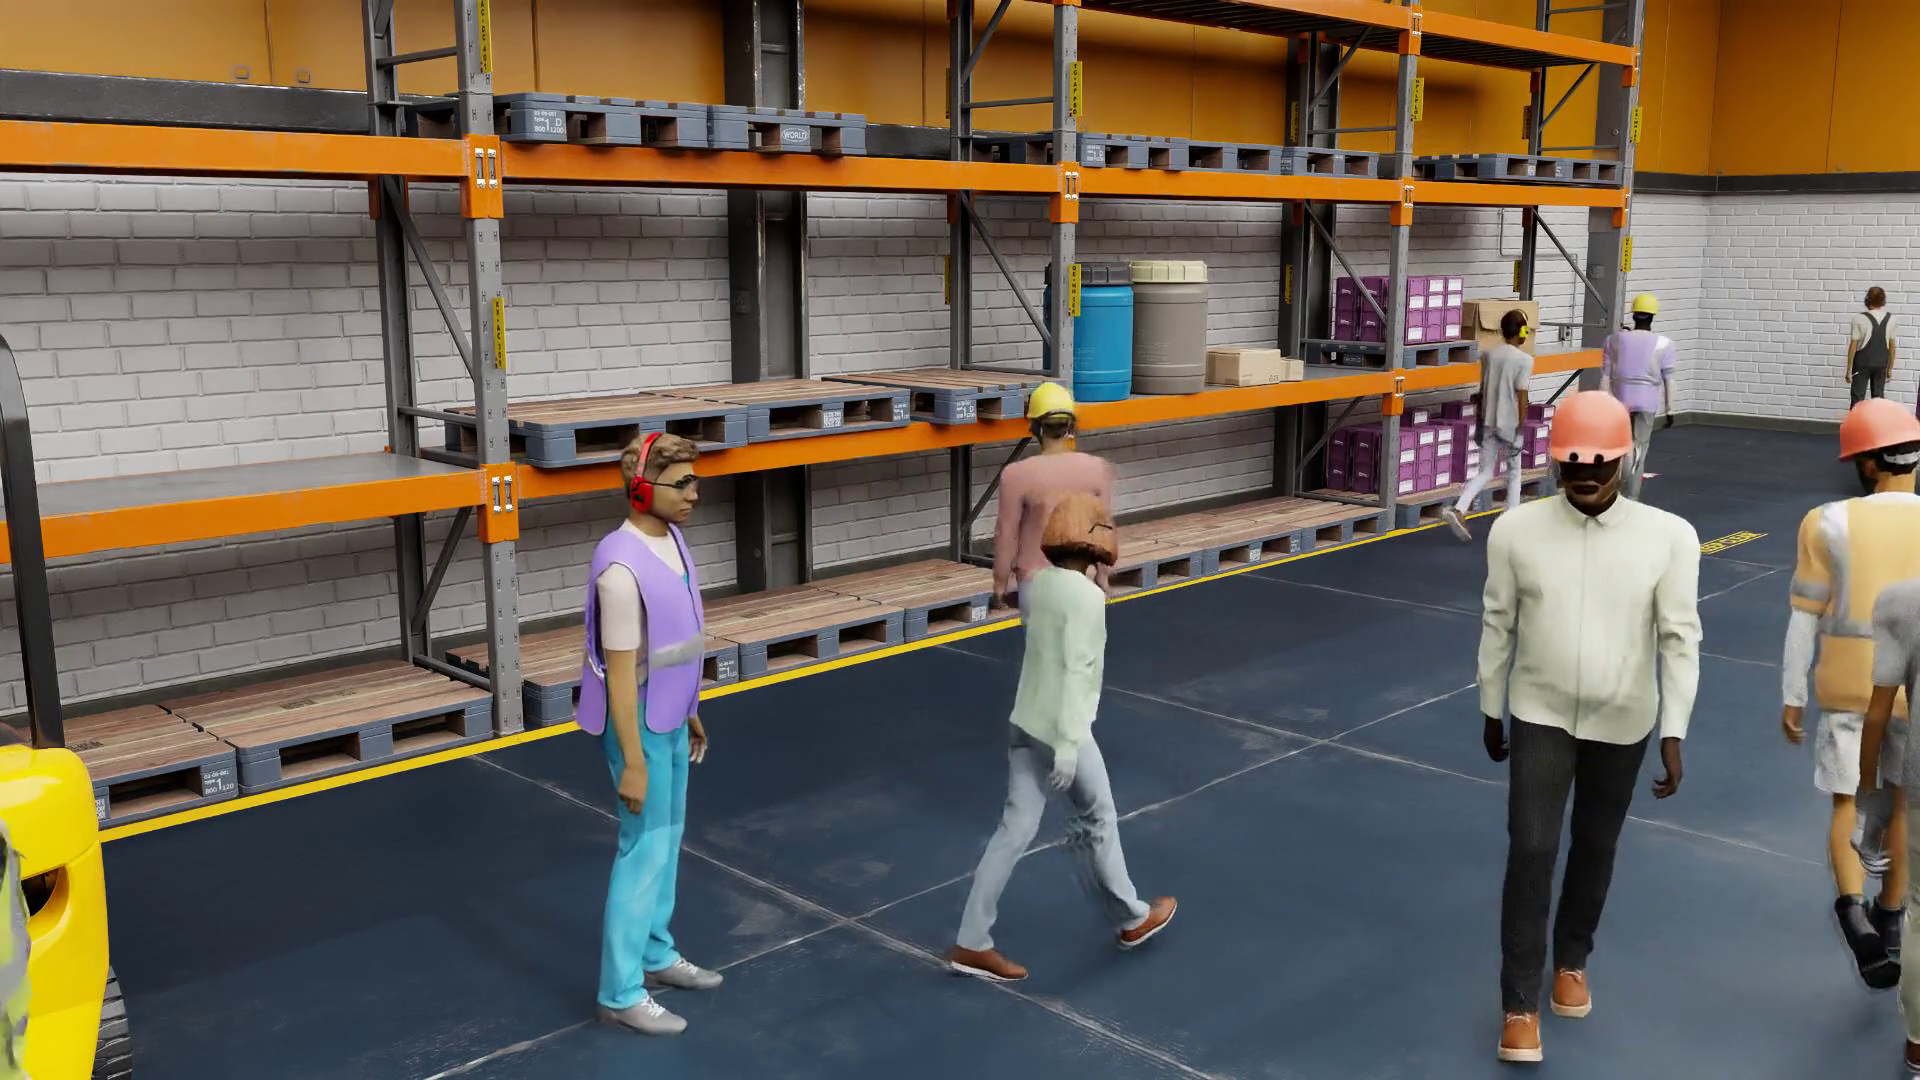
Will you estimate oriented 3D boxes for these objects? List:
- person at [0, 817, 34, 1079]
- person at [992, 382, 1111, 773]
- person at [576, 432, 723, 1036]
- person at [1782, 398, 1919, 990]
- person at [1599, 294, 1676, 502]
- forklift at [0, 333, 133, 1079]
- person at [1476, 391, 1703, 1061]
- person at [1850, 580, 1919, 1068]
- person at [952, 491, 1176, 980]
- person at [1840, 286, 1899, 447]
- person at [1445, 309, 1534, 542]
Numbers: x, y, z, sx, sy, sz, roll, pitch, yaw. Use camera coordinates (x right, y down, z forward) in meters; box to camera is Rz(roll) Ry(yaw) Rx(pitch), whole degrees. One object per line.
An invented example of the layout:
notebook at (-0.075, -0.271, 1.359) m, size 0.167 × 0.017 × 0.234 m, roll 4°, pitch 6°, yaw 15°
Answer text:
person at (-1.922, 0.974, 3.026) m, size 0.634 × 1.801 × 0.954 m, roll 4°, pitch 11°, yaw 22°
person at (0.395, 0.166, 7.500) m, size 0.546 × 1.751 × 0.449 m, roll -4°, pitch 11°, yaw -20°
person at (-0.956, 0.582, 5.052) m, size 0.382 × 1.832 × 0.560 m, roll 1°, pitch 10°, yaw 4°
person at (2.965, 0.502, 5.338) m, size 0.594 × 1.893 × 0.825 m, roll 5°, pitch 11°, yaw 24°
person at (5.925, -1.187, 14.521) m, size 0.610 × 1.889 × 0.892 m, roll 6°, pitch 12°, yaw 32°
forklift at (-3.289, 0.485, 4.582) m, size 1.214 × 2.155 × 2.313 m, roll -10°, pitch 14°, yaw -44°
person at (1.828, 0.550, 4.884) m, size 0.612 × 1.954 × 0.883 m, roll 3°, pitch 11°, yaw 18°
person at (2.704, 0.698, 4.453) m, size 0.523 × 1.821 × 0.948 m, roll 9°, pitch 14°, yaw 42°
person at (0.353, 0.636, 5.424) m, size 0.849 × 1.571 × 0.555 m, roll -5°, pitch 11°, yaw -24°
person at (10.262, -1.932, 18.744) m, size 0.504 × 1.839 × 0.334 m, roll 1°, pitch 10°, yaw 5°
person at (4.169, -0.875, 12.974) m, size 0.741 × 1.844 × 0.521 m, roll -8°, pitch 13°, yaw -37°
